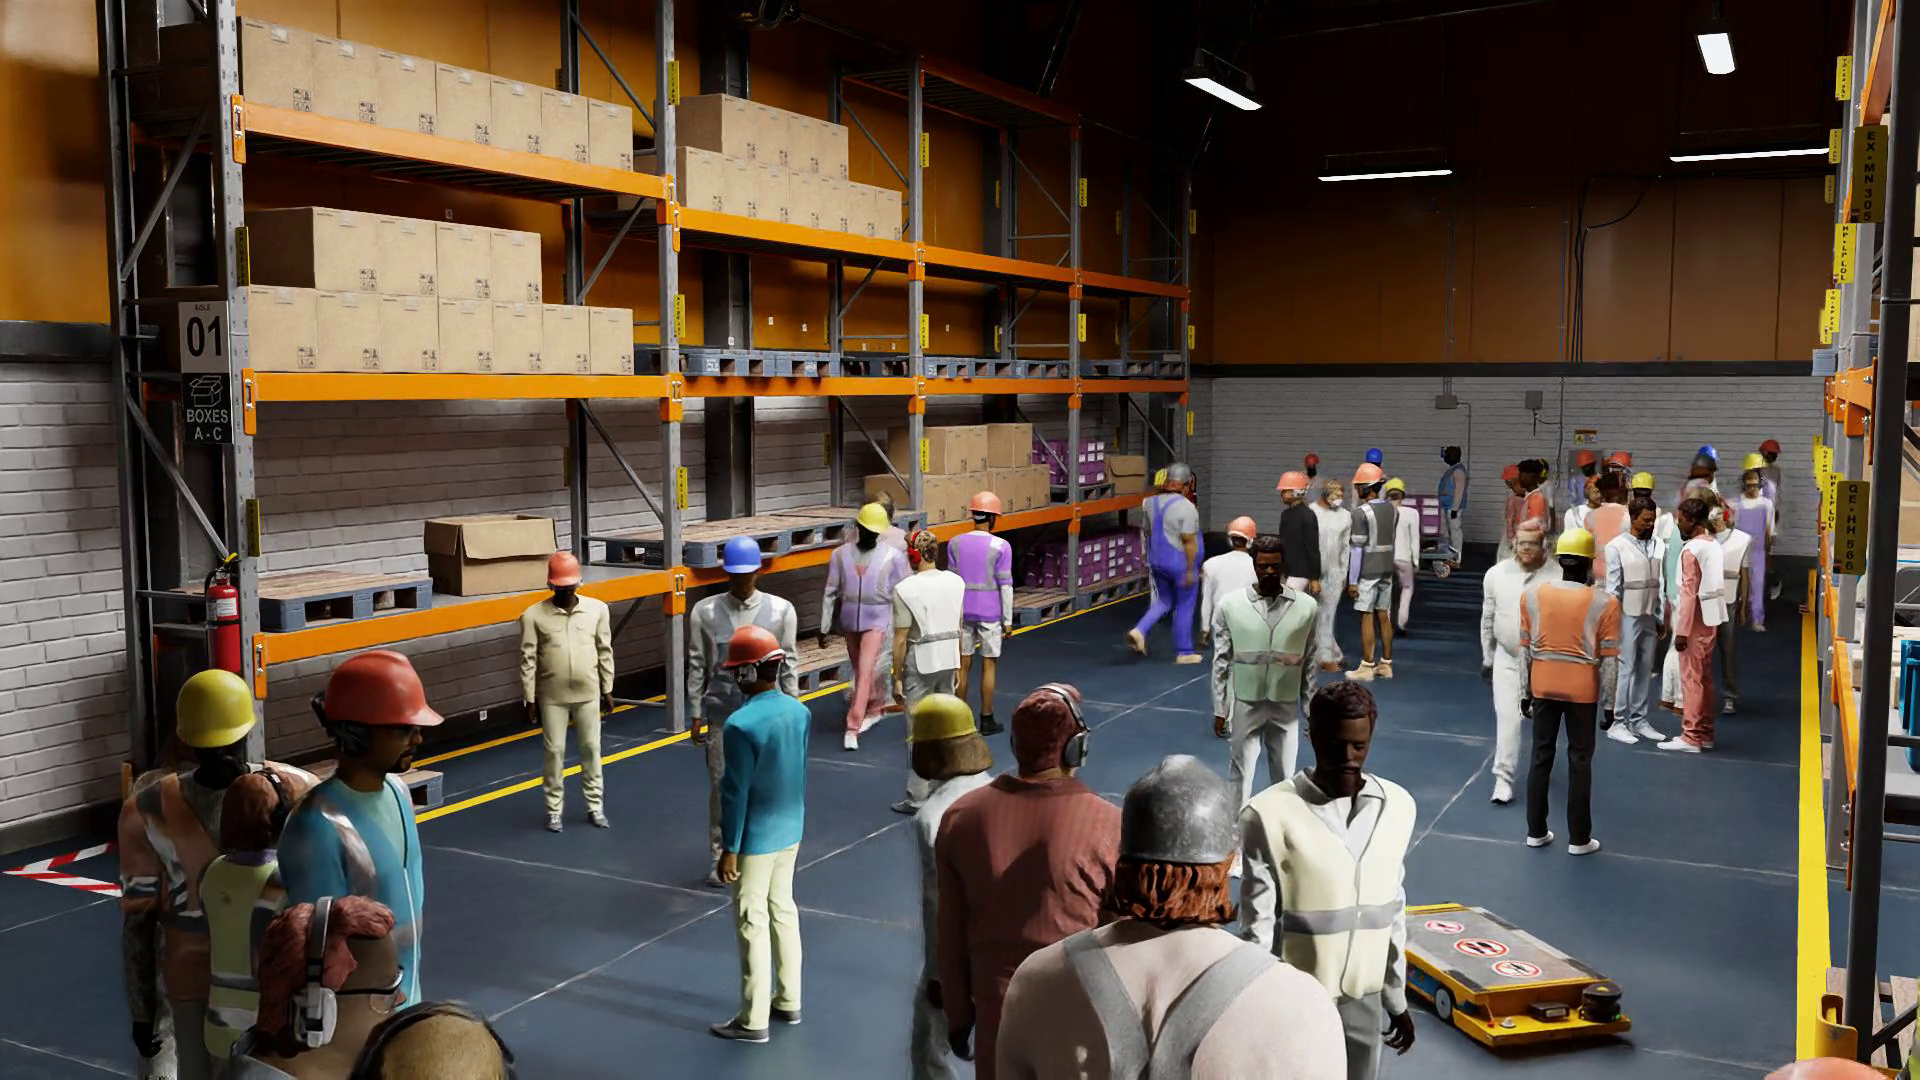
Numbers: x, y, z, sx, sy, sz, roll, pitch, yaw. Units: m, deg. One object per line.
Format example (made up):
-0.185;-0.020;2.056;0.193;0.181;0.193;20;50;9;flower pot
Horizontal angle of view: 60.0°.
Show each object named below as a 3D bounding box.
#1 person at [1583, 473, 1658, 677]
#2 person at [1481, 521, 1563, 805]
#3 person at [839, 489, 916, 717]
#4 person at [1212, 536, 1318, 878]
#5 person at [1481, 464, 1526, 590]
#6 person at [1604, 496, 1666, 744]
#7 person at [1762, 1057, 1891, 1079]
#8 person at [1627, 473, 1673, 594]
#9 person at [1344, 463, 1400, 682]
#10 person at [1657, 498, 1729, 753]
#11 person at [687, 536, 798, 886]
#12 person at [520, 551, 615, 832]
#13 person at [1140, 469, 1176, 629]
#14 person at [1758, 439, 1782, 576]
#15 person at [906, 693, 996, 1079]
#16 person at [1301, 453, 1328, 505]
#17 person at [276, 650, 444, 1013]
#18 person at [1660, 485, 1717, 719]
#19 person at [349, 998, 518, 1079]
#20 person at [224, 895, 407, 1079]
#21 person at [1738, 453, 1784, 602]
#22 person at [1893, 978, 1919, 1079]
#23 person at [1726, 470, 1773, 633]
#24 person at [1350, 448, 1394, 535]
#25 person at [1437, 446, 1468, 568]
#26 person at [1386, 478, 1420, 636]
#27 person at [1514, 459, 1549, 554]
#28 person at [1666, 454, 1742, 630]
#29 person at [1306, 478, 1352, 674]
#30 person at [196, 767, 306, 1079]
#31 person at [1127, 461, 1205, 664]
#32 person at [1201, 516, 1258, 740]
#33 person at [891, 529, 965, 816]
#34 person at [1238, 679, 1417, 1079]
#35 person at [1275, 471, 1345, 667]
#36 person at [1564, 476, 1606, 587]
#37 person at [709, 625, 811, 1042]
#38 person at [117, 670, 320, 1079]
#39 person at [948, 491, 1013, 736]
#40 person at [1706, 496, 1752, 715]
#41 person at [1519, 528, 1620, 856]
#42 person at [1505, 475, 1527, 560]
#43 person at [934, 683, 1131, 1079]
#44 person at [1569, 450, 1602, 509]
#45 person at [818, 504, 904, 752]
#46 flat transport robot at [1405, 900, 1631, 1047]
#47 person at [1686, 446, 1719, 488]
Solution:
6.305;0.332;15.809;0.363;1.926;0.822;-4;7;-35;person
3.798;0.800;11.080;0.668;1.864;0.995;3;6;28;person
-0.699;0.544;13.523;0.619;1.918;0.837;5;7;42;person
1.711;0.928;9.342;0.597;1.918;0.383;0;5;-2;person
7.362;-0.155;22.025;0.742;1.720;0.575;1;5;6;person
5.201;0.609;12.848;0.600;1.909;0.398;-3;6;-30;person
0.955;1.598;2.039;0.685;1.933;0.847;-1;5;-8;person
6.552;0.308;16.066;0.593;1.913;0.399;1;5;8;person
3.802;0.307;15.439;0.609;2.039;0.398;-4;7;-39;person
5.547;0.641;12.515;0.410;1.908;0.598;4;7;40;person
-1.194;0.938;9.123;0.607;1.939;0.409;0;5;-4;person
-2.415;0.931;10.269;0.575;1.738;0.354;-2;6;-24;person
2.305;0.106;18.766;0.610;1.821;0.415;4;6;35;person
11.527;-0.449;23.817;0.615;1.986;0.410;-2;6;-24;person
0.015;1.375;5.609;0.429;1.721;0.508;4;7;39;person
5.292;-0.445;25.035;0.584;1.738;0.438;3;6;32;person
-1.618;1.314;4.600;0.405;2.034;0.614;1;5;6;person
6.030;0.510;13.743;0.354;1.938;0.636;1;5;9;person
-0.736;1.575;2.351;0.628;1.930;0.372;-4;7;-40;person
-1.074;1.544;2.838;0.400;1.900;0.646;-1;5;-6;person
10.084;-0.150;21.031;0.544;1.900;0.616;-1;5;-11;person
2.542;1.514;4.407;0.868;1.647;0.549;3;6;29;person
8.844;0.114;18.729;0.535;1.817;0.768;1;5;7;person
5.316;-0.206;21.371;0.605;1.951;0.381;1;5;13;person
7.398;-0.490;25.005;0.430;1.845;0.619;1;5;9;person
4.723;0.203;18.053;0.544;1.744;0.526;3;6;27;person
6.266;0.084;18.243;0.365;1.958;0.605;2;6;17;person
8.363;0.002;18.659;0.943;2.000;0.706;-2;6;-16;person
3.488;0.315;16.244;0.687;1.877;1.006;-1;5;-11;person
-2.044;1.487;4.891;0.516;1.631;0.314;3;6;33;person
2.076;0.216;16.350;0.710;2.000;0.688;-3;6;-30;person
2.225;0.675;13.062;0.587;1.724;0.717;3;6;29;person
-0.197;0.849;10.639;0.560;1.836;0.394;-5;7;-41;person
1.065;1.345;4.868;0.590;1.916;0.391;-2;6;-25;person
3.275;0.302;15.993;1.022;1.949;0.629;-1;5;-11;person
6.184;0.307;16.270;0.578;1.876;0.350;0;5;1;person
-0.855;1.229;7.062;0.350;1.739;0.575;2;6;25;person
-2.210;1.331;5.055;0.591;1.914;0.394;-3;6;-27;person
0.172;0.579;13.089;0.553;1.923;0.392;3;6;25;person
6.312;0.542;13.947;0.561;1.835;0.371;3;6;32;person
3.588;0.887;9.814;0.581;1.919;0.394;4;7;36;person
7.088;-0.016;21.083;0.496;1.625;0.295;-4;7;-35;person
0.257;1.359;4.759;0.642;1.910;0.401;3;6;26;person
8.372;-0.243;22.059;0.572;1.895;0.582;4;7;38;person
-0.742;0.637;12.819;0.640;1.860;1.006;1;6;15;person
2.307;1.911;7.527;0.652;0.197;1.431;-1;5;-14;flat transport robot
9.991;-0.298;22.385;0.617;1.943;0.395;-5;7;-43;person
